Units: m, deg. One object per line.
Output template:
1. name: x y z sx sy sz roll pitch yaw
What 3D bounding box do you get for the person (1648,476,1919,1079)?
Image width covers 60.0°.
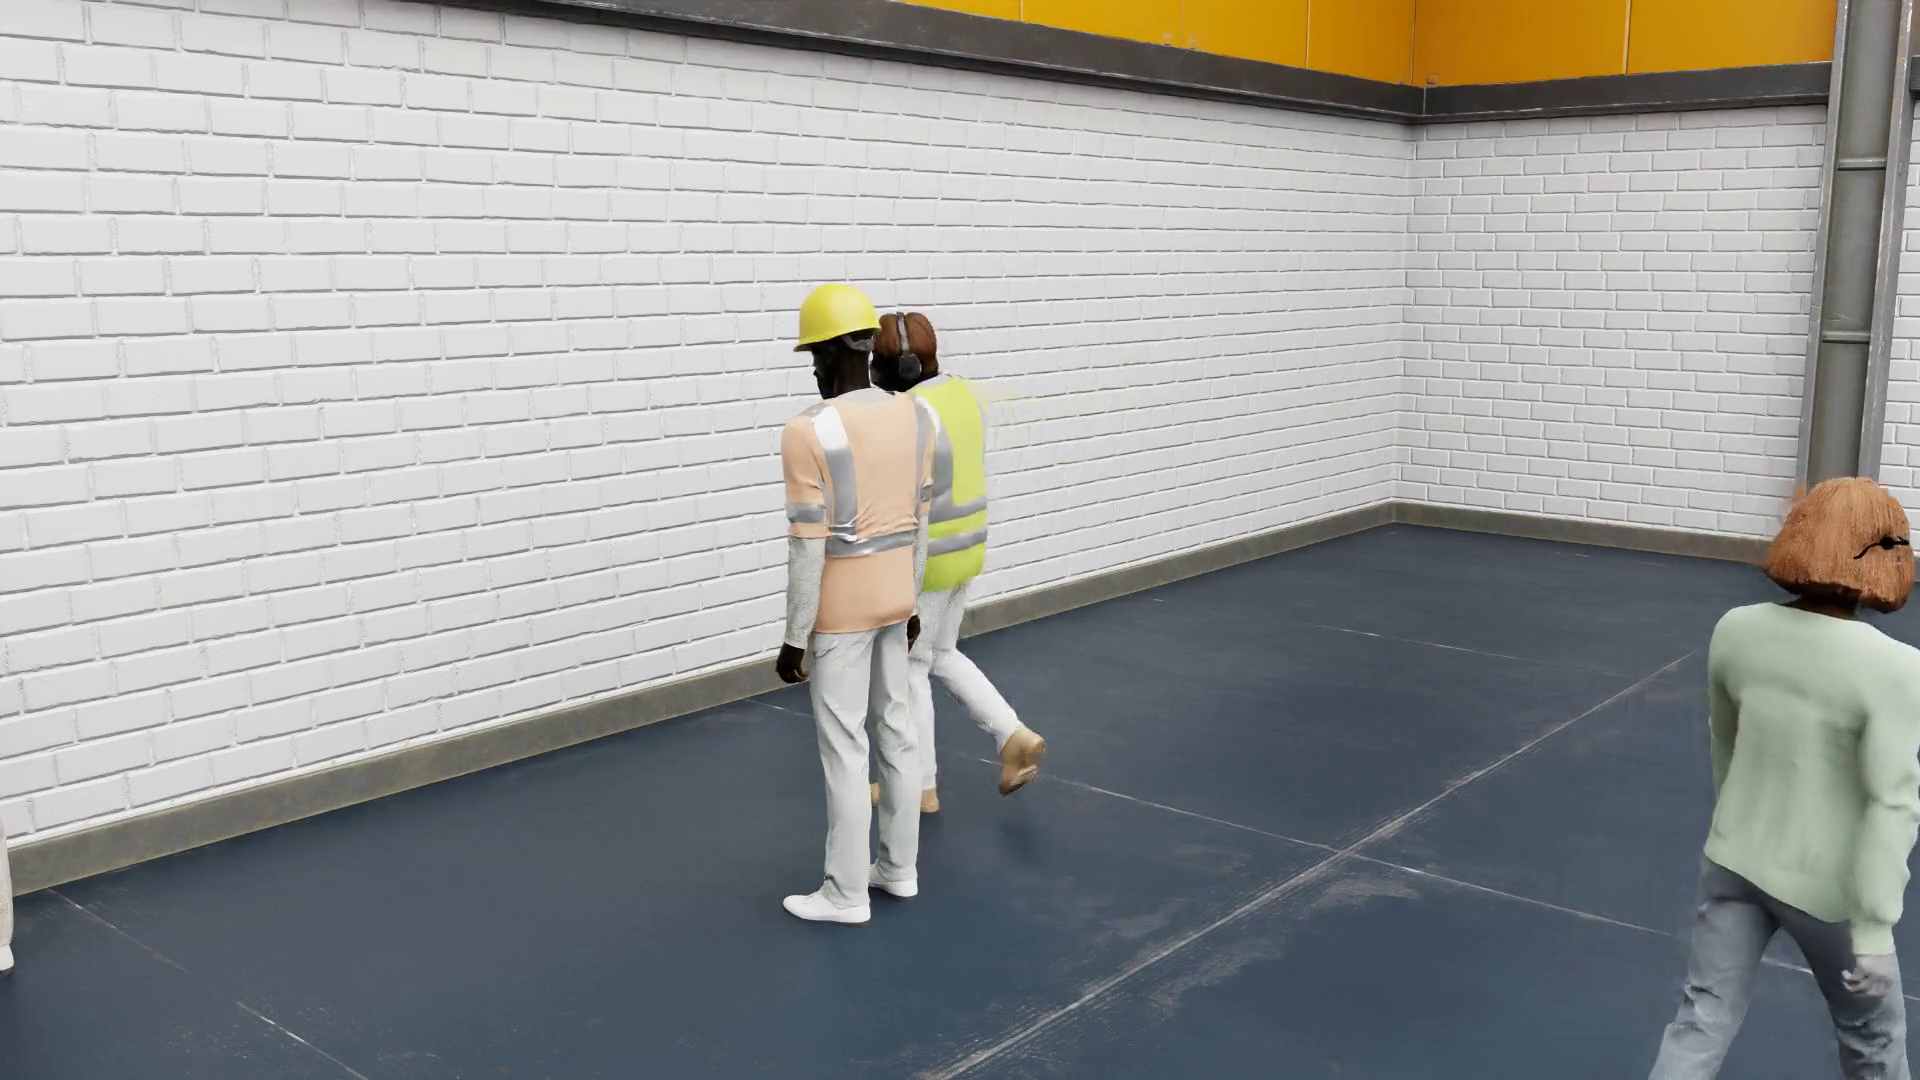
1. person: 1.703 0.665 3.280 0.875 1.585 0.523 -4 11 -23

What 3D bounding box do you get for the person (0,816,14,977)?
1. person: -2.778 0.440 4.420 0.307 1.641 0.514 2 10 14

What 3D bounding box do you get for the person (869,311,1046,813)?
1. person: -0.066 0.110 5.803 0.581 1.817 0.650 5 11 26

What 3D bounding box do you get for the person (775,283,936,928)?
1. person: -0.326 0.200 4.984 0.373 1.921 0.585 8 13 38
